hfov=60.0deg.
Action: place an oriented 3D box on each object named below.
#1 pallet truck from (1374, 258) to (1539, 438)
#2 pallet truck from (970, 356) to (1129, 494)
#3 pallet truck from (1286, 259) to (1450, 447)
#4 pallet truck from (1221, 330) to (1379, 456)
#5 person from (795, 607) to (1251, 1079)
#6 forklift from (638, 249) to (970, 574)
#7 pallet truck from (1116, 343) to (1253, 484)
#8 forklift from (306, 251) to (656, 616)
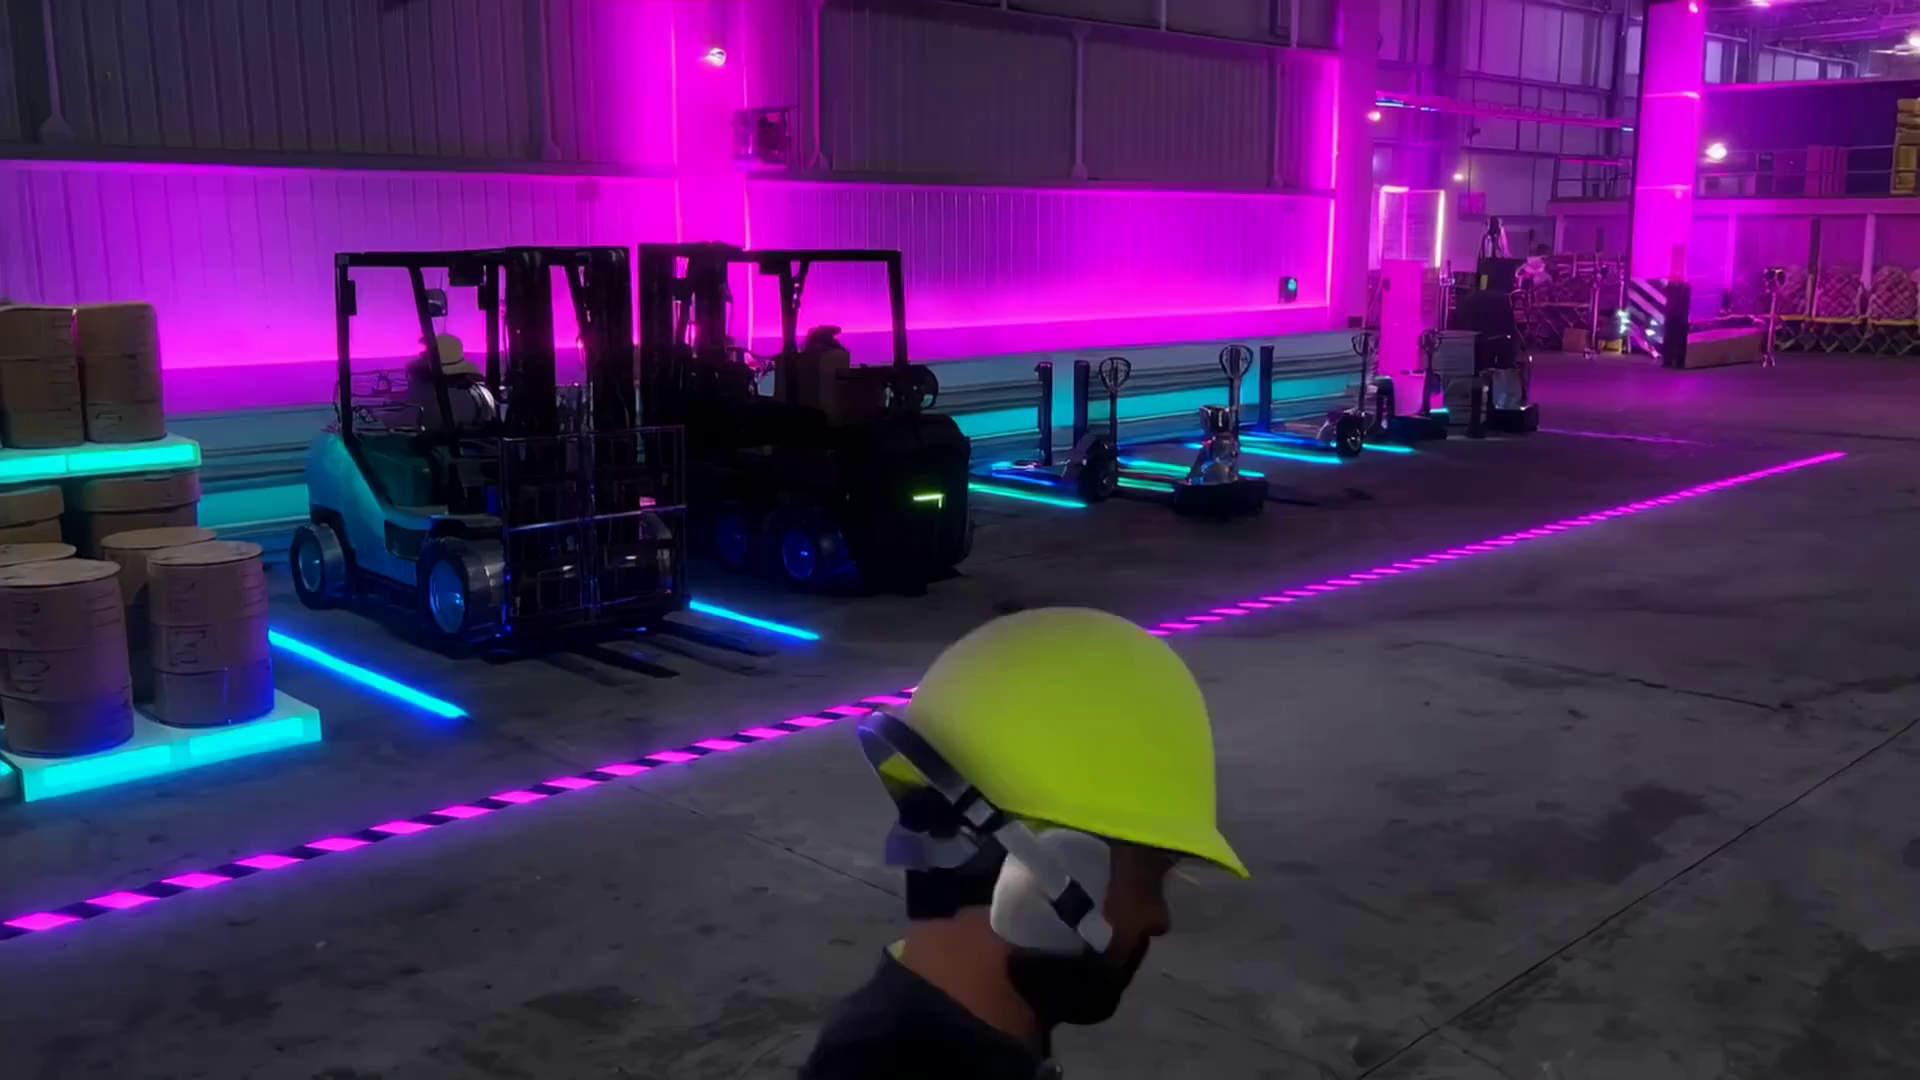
[{"bbox_3d":[5.704,-2.208,18.901,1.885,1.965,0.823,10,14,43],"label":"pallet truck"},{"bbox_3d":[0.784,-1.085,14.876,0.680,1.201,1.601,-10,14,-44],"label":"pallet truck"},{"bbox_3d":[4.493,-2.078,18.196,0.823,1.965,1.885,-9,14,-40],"label":"pallet truck"},{"bbox_3d":[3.563,-1.581,17.381,0.653,1.274,1.630,-10,14,-44],"label":"pallet truck"},{"bbox_3d":[0.003,1.031,1.371,0.470,1.950,0.660,1,10,6],"label":"person"},{"bbox_3d":[-1.173,-0.958,11.239,2.680,1.987,1.157,10,14,43],"label":"forklift"},{"bbox_3d":[1.962,-1.215,15.415,1.522,1.261,0.704,10,14,43],"label":"pallet truck"},{"bbox_3d":[-2.833,-0.669,9.694,1.157,1.987,2.680,-10,14,-44],"label":"forklift"}]
